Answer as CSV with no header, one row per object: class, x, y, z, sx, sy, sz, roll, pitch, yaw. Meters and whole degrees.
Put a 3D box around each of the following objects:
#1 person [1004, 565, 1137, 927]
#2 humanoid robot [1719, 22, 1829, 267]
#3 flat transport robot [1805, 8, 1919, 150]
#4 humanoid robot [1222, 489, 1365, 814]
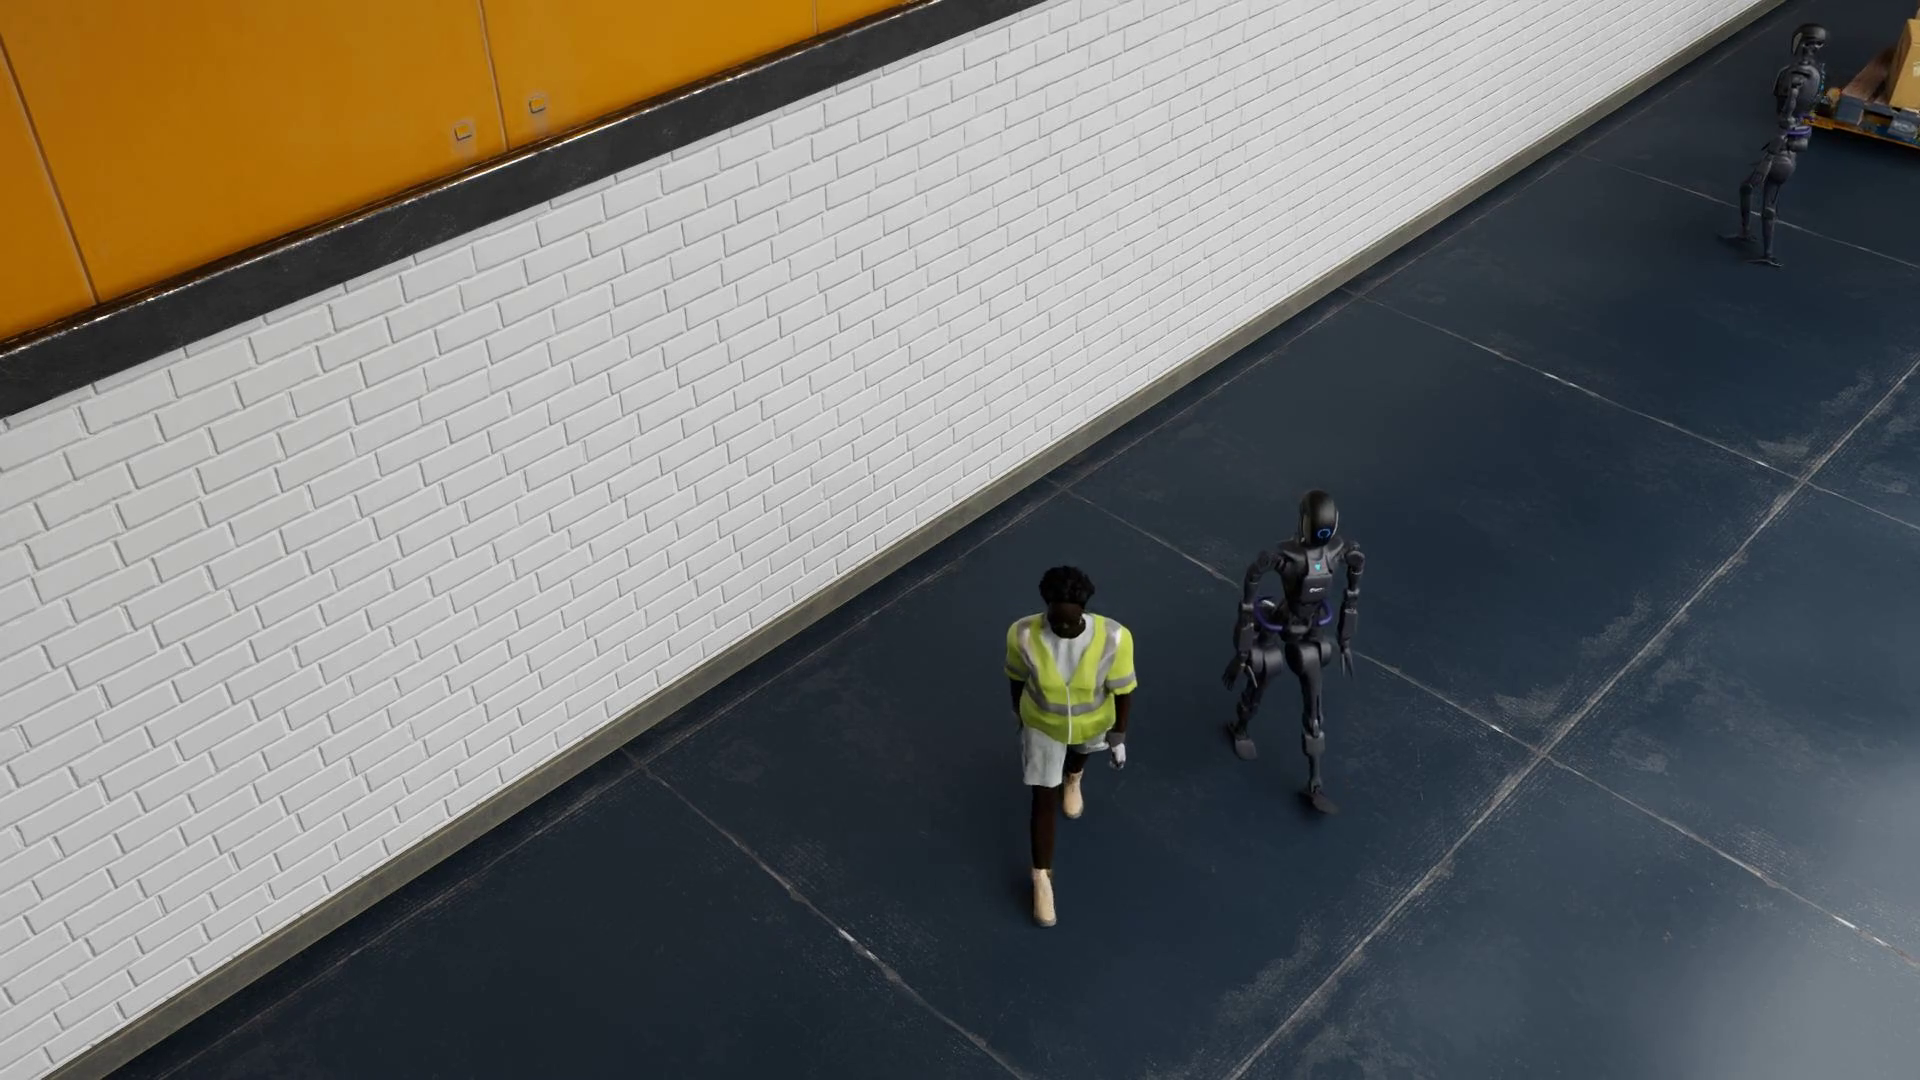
person,0.448,0.744,6.892,0.528,1.636,0.918,0,39,1
humanoid robot,5.464,-2.629,11.088,0.525,1.641,0.585,19,42,22
flat transport robot,7.461,-3.254,12.988,1.431,0.231,0.659,27,46,29
humanoid robot,1.454,0.466,7.233,0.588,1.625,0.729,-8,39,-10
